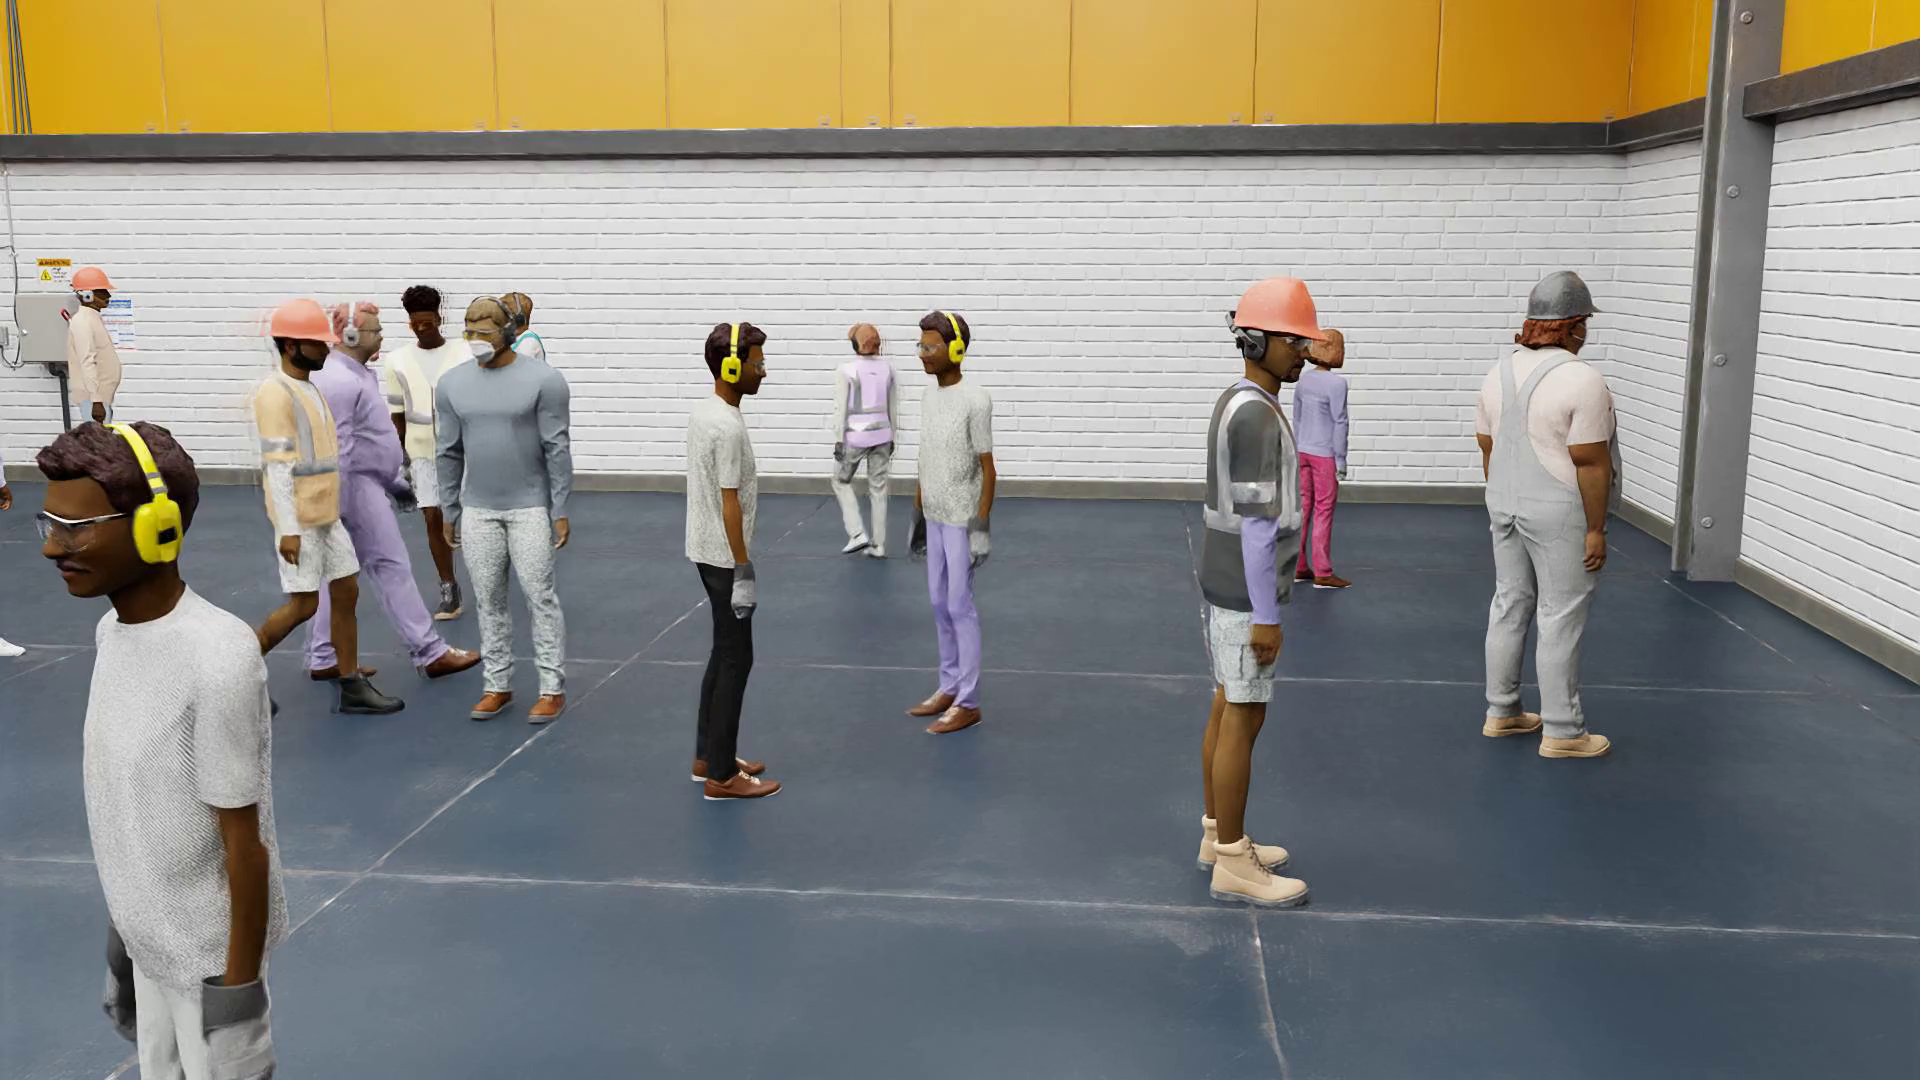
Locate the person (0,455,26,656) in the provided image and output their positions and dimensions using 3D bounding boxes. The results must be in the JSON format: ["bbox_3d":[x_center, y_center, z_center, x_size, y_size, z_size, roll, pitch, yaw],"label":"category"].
[{"bbox_3d":[-5.155,-0.306,8.514,0.392,1.919,0.591,3,10,17],"label":"person"}]

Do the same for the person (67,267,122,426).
[{"bbox_3d":[-6.627,-1.093,12.799,0.379,1.996,0.611,-4,11,-23],"label":"person"}]

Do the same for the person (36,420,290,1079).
[{"bbox_3d":[-1.303,0.724,2.796,0.514,1.861,0.322,9,13,42],"label":"person"}]

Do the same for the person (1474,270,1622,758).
[{"bbox_3d":[2.533,-0.114,7.066,0.537,2.000,0.682,-4,11,-23],"label":"person"}]

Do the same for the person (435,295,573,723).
[{"bbox_3d":[-2.052,-0.136,7.519,0.639,1.928,0.373,1,10,8],"label":"person"}]

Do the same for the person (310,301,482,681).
[{"bbox_3d":[-2.824,-0.226,8.169,0.865,1.873,0.652,-3,10,-17],"label":"person"}]

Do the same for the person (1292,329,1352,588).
[{"bbox_3d":[2.289,-0.517,10.542,0.287,1.631,0.501,-4,11,-23],"label":"person"}]

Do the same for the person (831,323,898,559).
[{"bbox_3d":[-0.661,-0.676,11.465,0.548,1.622,0.404,-7,12,-35],"label":"person"}]

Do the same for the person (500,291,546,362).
[{"bbox_3d":[-3.070,-0.835,11.793,0.337,1.837,0.516,-2,10,-13],"label":"person"}]

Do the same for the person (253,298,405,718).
[{"bbox_3d":[-2.967,-0.121,7.467,0.737,1.916,0.571,0,10,2],"label":"person"}]

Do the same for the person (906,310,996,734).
[{"bbox_3d":[-0.055,-0.082,7.393,0.331,1.869,0.531,-7,12,-33],"label":"person"}]

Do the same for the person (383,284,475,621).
[{"bbox_3d":[-2.993,-0.532,9.759,0.665,1.936,0.731,0,10,-3],"label":"person"}]

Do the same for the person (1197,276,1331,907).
[{"bbox_3d":[0.984,0.164,5.479,0.394,2.040,0.608,1,10,4],"label":"person"}]

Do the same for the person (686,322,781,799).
[{"bbox_3d":[-0.892,0.088,6.458,0.333,1.854,0.525,-4,11,-19],"label":"person"}]
